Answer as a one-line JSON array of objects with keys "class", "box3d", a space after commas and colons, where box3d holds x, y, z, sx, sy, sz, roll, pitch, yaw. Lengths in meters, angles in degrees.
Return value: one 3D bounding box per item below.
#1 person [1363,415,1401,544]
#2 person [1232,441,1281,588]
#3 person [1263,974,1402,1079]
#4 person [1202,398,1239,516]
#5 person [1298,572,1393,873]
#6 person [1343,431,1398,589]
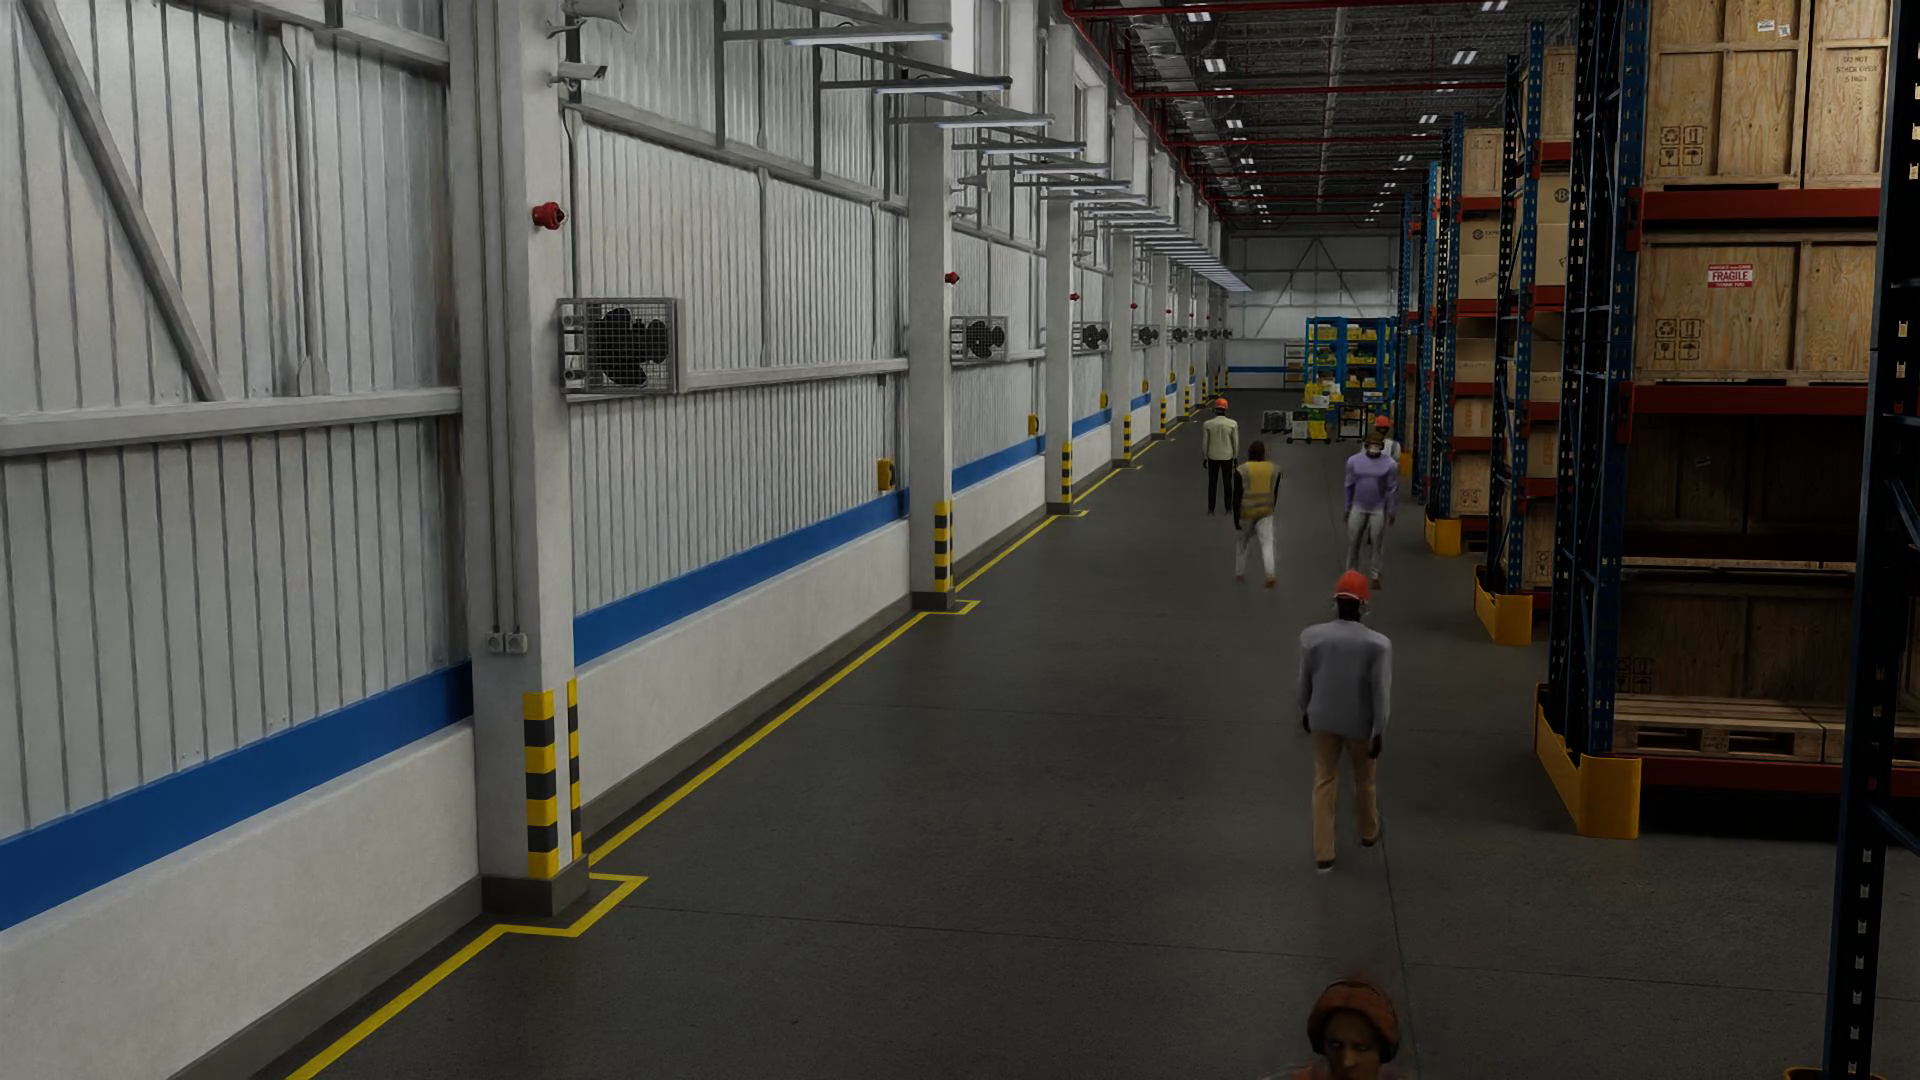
[{"class": "person", "box3d": [6.087, -0.856, 24.093, 0.562, 1.906, 0.785, 1, 7, 9]}, {"class": "person", "box3d": [3.627, -0.318, 20.321, 0.617, 1.794, 0.995, -1, 7, -8]}, {"class": "person", "box3d": [0.889, 1.809, 3.879, 0.527, 1.623, 0.383, 3, 8, 20]}, {"class": "person", "box3d": [4.397, -1.396, 28.074, 0.612, 1.997, 0.375, 1, 7, 8]}, {"class": "person", "box3d": [2.263, 1.032, 9.735, 0.578, 1.709, 0.856, 4, 8, 26]}, {"class": "person", "box3d": [4.946, -0.359, 20.072, 0.632, 1.926, 0.378, 2, 8, 19]}]
